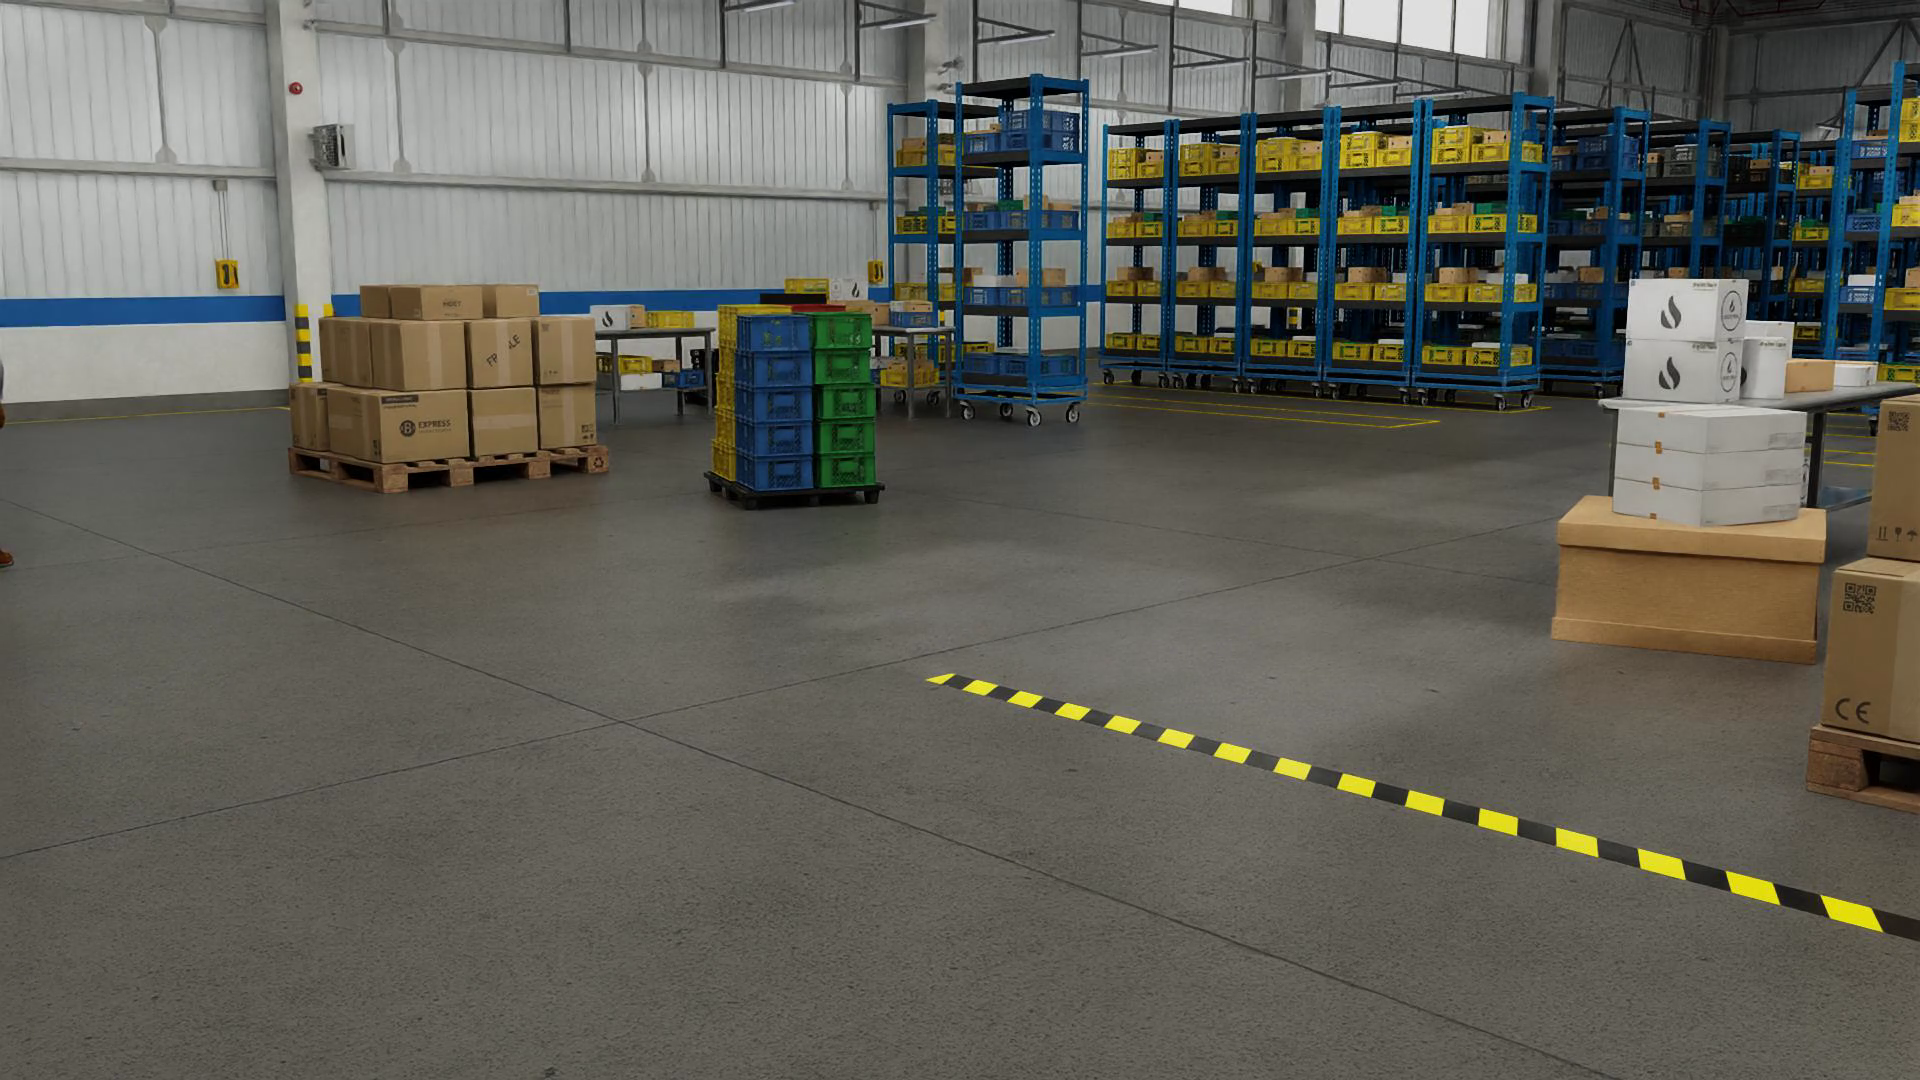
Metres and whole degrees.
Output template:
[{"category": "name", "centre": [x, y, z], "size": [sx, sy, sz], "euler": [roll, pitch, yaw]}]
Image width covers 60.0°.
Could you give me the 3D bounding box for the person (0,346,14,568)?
[{"category": "person", "centre": [-5.543, -0.777, 9.080], "size": [0.611, 1.947, 0.388], "euler": [-3, 10, -16]}]
